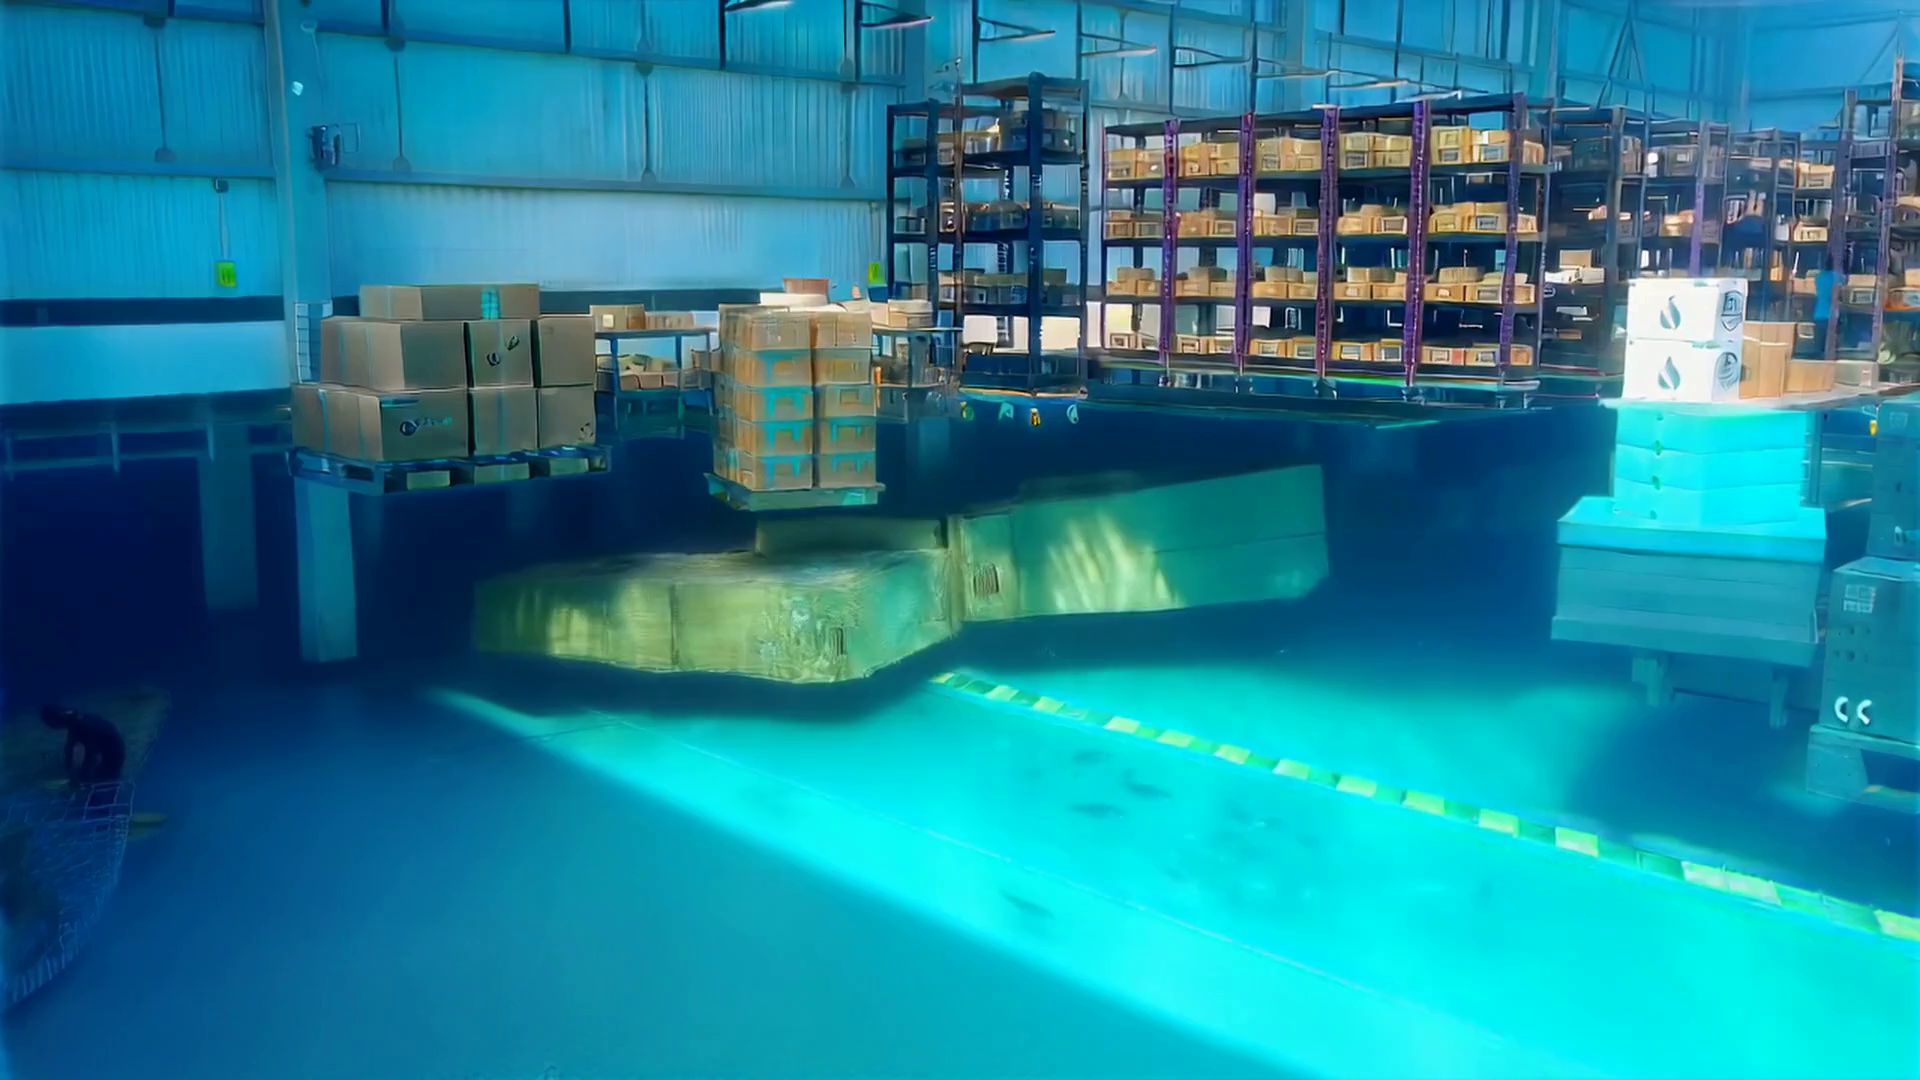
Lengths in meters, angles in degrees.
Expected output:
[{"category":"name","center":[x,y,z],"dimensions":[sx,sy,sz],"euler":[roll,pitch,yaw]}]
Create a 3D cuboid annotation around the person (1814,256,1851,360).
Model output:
[{"category":"person","center":[12.379,-3.109,23.543],"dimensions":[0.554,1.792,0.916],"euler":[9,13,44]}]
